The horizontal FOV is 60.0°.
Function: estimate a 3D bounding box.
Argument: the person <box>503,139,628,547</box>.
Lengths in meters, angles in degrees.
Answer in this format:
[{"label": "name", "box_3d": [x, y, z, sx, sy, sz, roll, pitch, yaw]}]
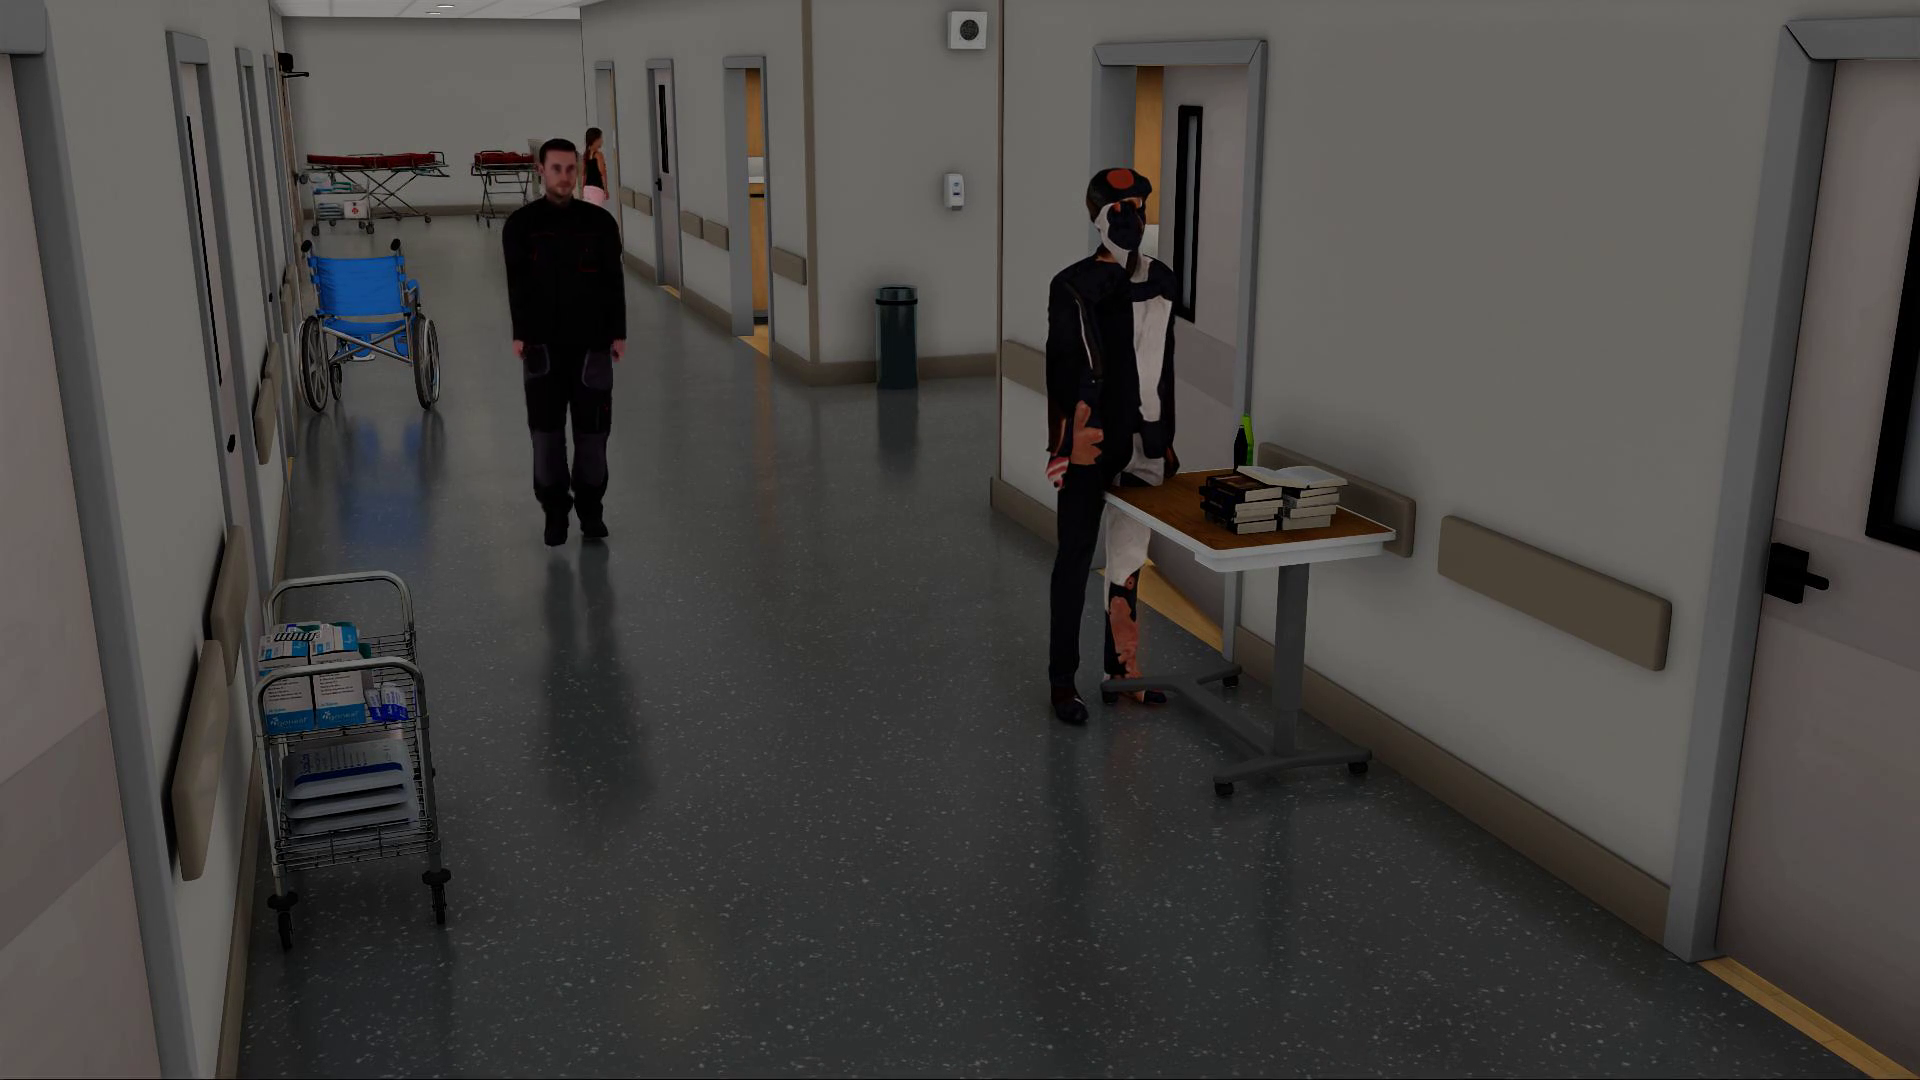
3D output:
[{"label": "person", "box_3d": [-1.878, -0.930, 7.893, 0.679, 1.896, 0.660, -6, 17, -19]}]

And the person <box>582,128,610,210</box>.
[{"label": "person", "box_3d": [-4.384, -4.082, 19.751, 1.041, 1.527, 0.905, 14, 21, 41]}]

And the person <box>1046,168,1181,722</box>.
[{"label": "person", "box_3d": [0.521, -0.328, 5.763, 0.698, 1.892, 0.617, -8, 17, -25]}]
